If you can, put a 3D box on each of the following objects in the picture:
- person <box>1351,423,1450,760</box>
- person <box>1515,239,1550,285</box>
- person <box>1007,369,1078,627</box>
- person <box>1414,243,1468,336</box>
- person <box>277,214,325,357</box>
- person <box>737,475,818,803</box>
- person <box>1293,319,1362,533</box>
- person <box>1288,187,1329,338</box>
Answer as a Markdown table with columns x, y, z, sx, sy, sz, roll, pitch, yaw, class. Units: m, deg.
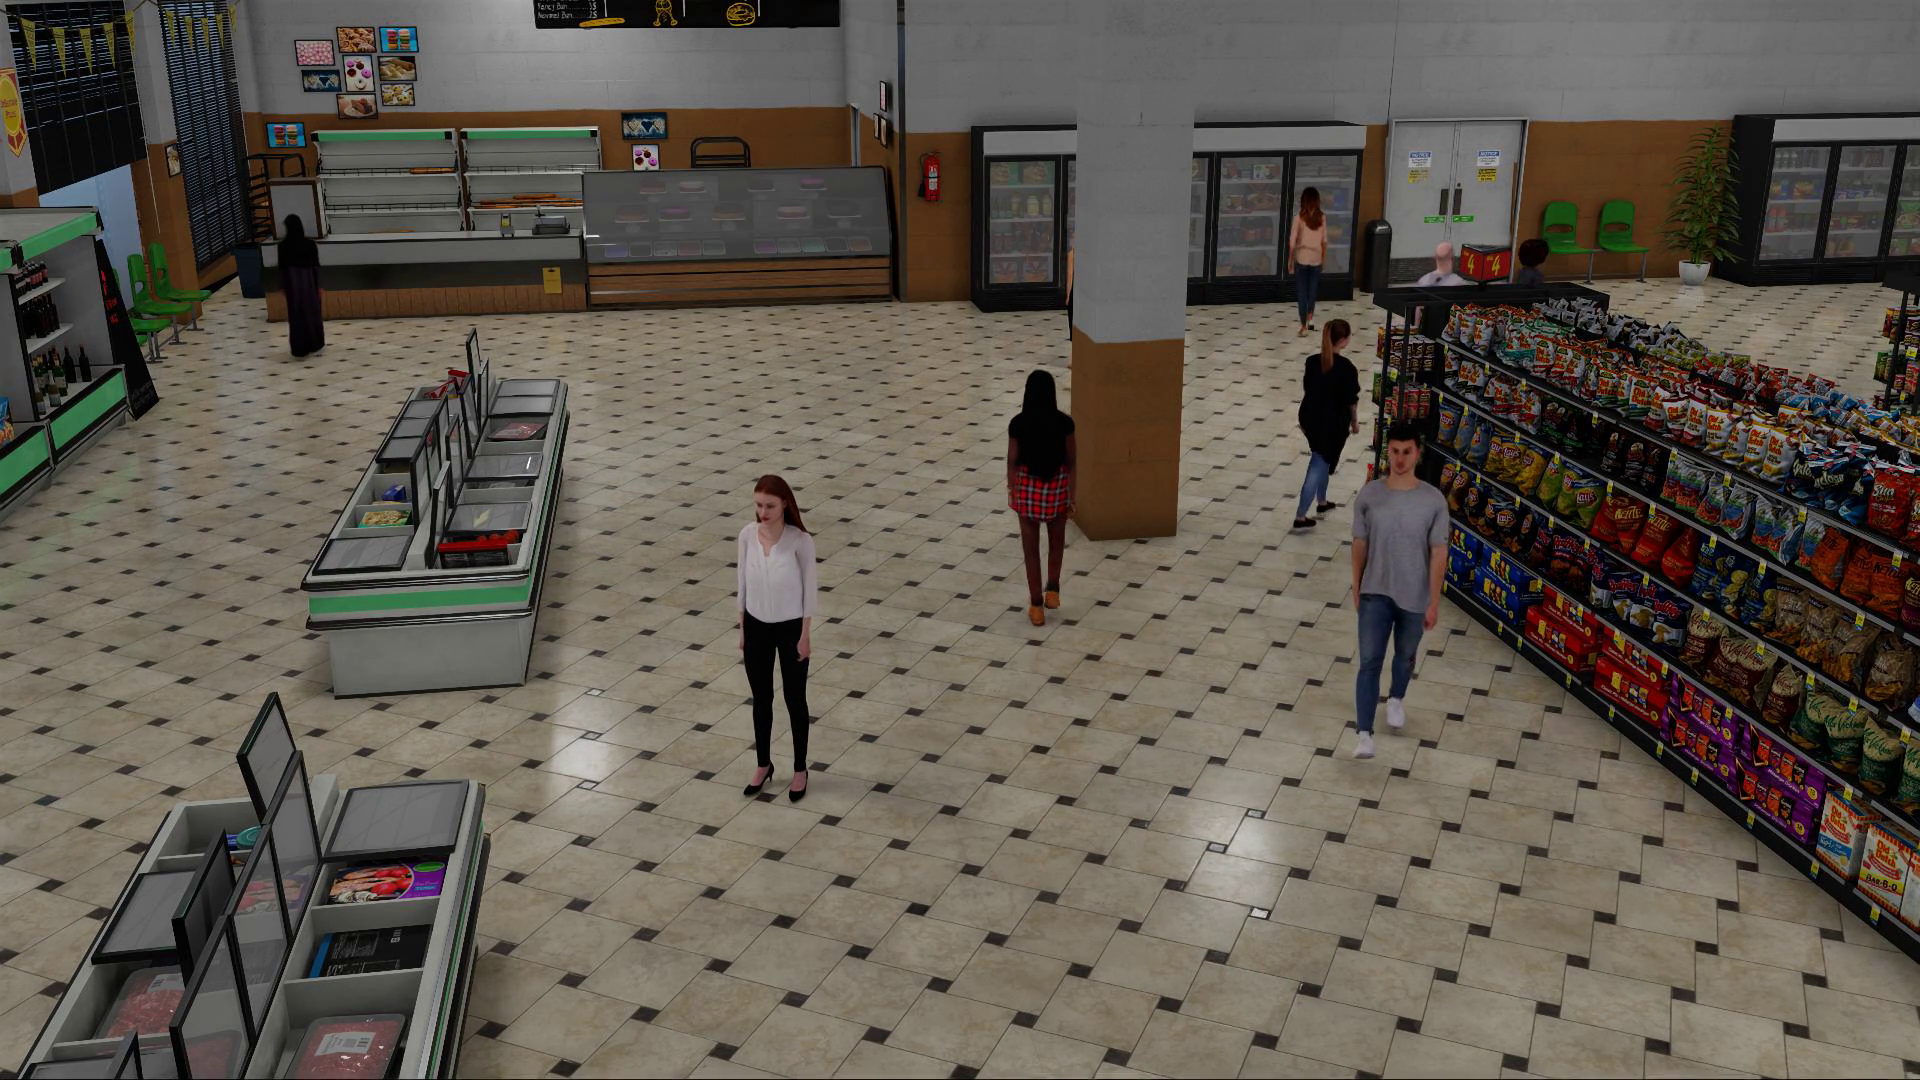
| x | y | z | sx | sy | sz | roll | pitch | yaw | class |
| --- | --- | --- | --- | --- | --- | --- | --- | --- | --- |
| 2.436 | 0.267 | 9.226 | 1.020 | 1.833 | 1.294 | 5 | 19 | 14 | person |
| 5.537 | -2.111 | 16.546 | 0.684 | 1.663 | 1.064 | -2 | 19 | -7 | person |
| 0.548 | -0.249 | 10.938 | 0.632 | 1.719 | 0.615 | -1 | 19 | -4 | person |
| 4.433 | -1.832 | 15.459 | 0.907 | 1.828 | 0.964 | 16 | 24 | 38 | person |
| -7.522 | -2.891 | 18.949 | 0.706 | 1.605 | 1.030 | -6 | 20 | -18 | person |
| -0.950 | 0.502 | 8.639 | 0.664 | 1.763 | 0.659 | 6 | 20 | 17 | person |
| 2.762 | -0.843 | 12.808 | 0.945 | 1.648 | 0.943 | -16 | 24 | -39 | person |
| 4.194 | -3.311 | 19.915 | 0.619 | 1.784 | 0.620 | -2 | 19 | -5 | person |
